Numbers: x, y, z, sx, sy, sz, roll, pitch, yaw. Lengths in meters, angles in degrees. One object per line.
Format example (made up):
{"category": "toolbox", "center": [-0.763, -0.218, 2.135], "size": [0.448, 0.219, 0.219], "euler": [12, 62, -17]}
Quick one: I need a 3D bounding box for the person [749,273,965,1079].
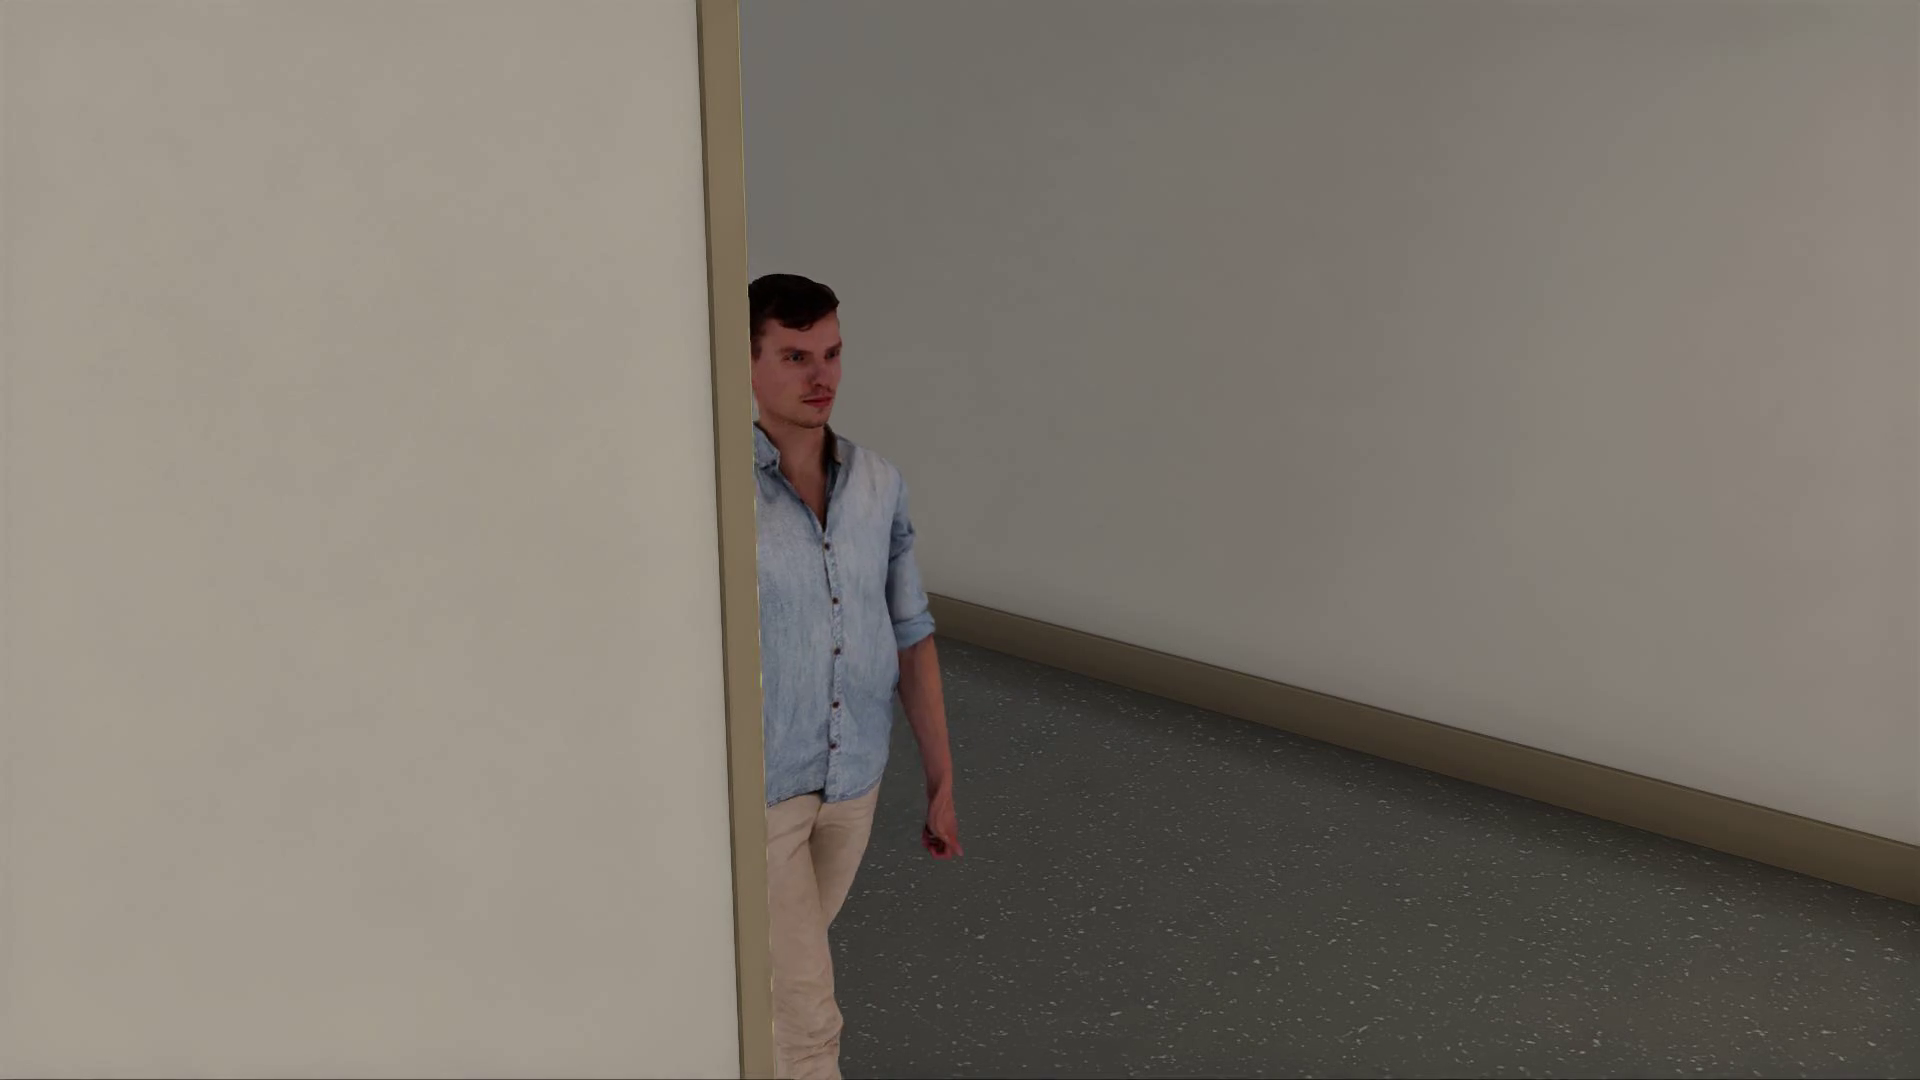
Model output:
{"category": "person", "center": [-0.346, 0.434, 3.086], "size": [1.099, 1.815, 0.884], "euler": [-12, 20, -37]}
